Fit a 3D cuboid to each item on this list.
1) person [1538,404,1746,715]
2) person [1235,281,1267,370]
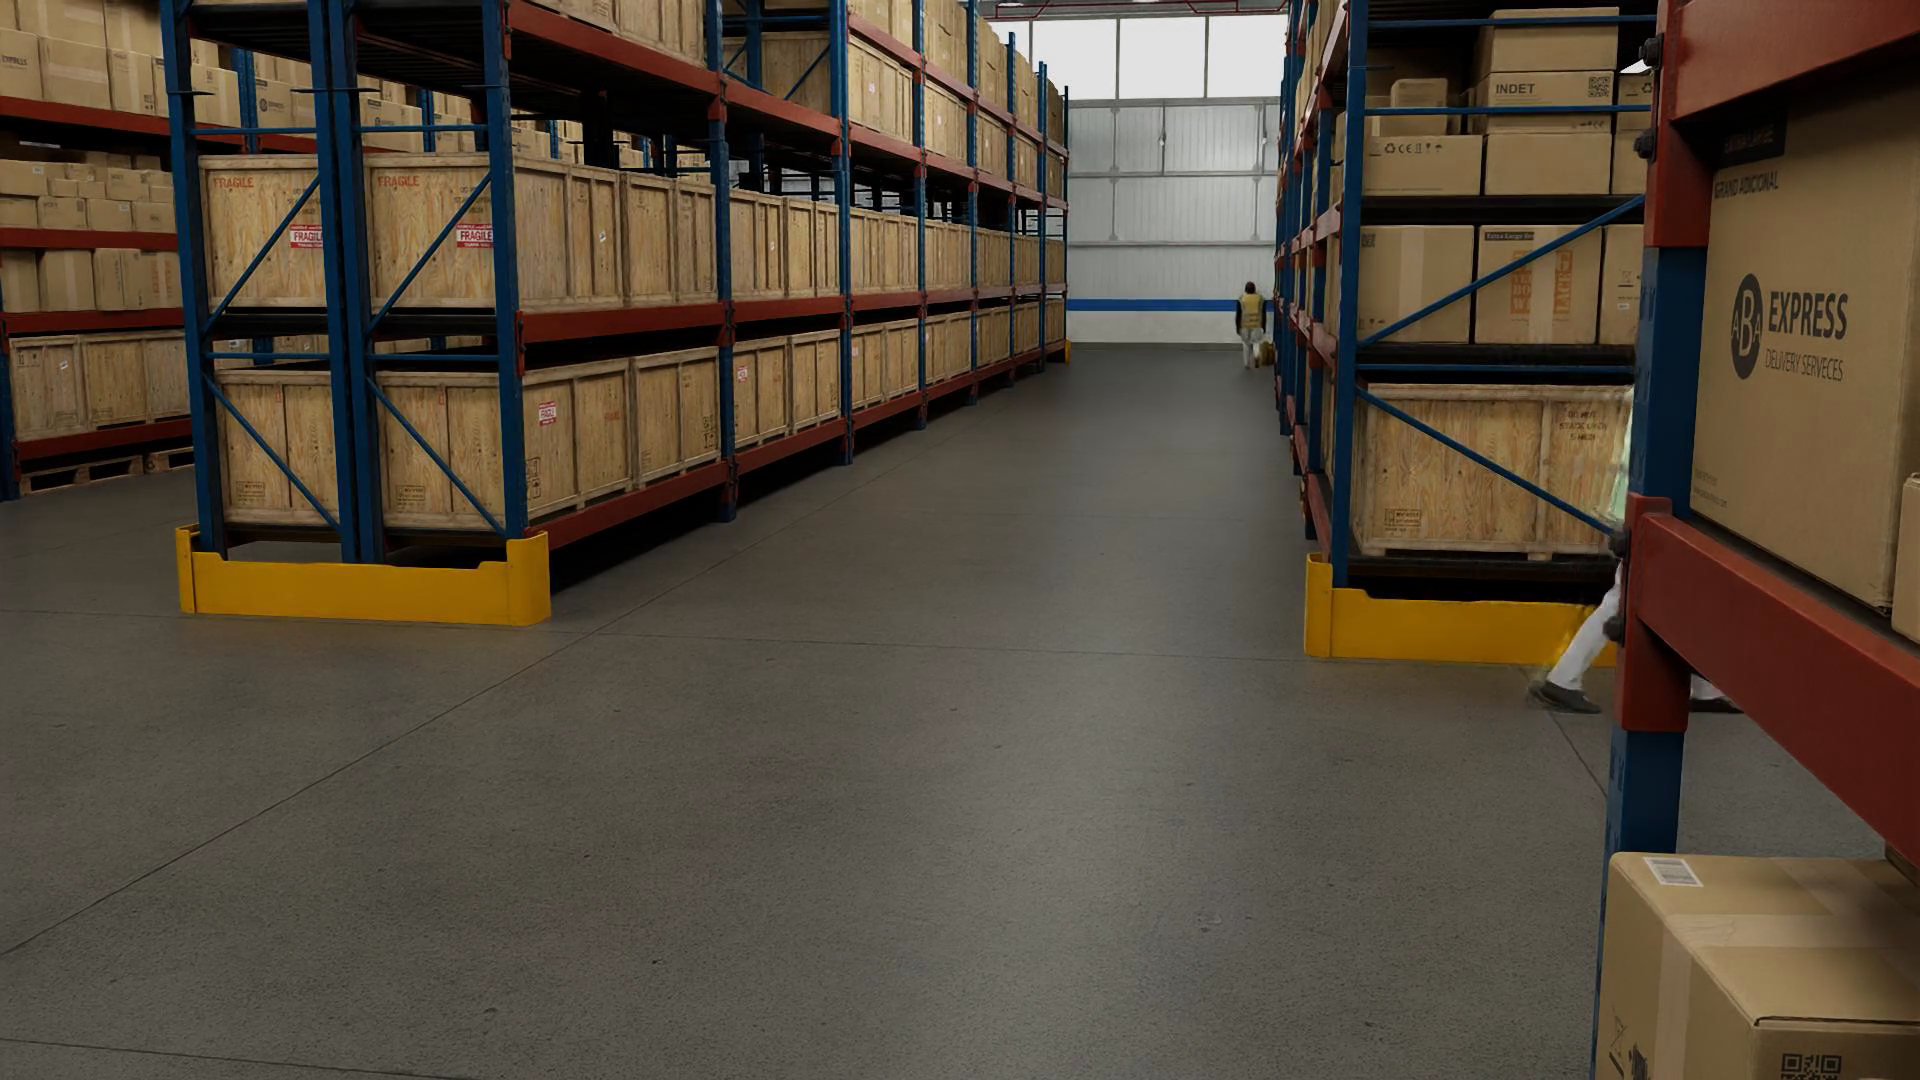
[{"bbox_3d":[3.138,-0.082,7.542,0.967,1.807,0.577,2,9,12],"label":"person"},{"bbox_3d":[6.026,-4.443,34.504,0.654,1.827,0.434,1,9,4],"label":"person"}]
